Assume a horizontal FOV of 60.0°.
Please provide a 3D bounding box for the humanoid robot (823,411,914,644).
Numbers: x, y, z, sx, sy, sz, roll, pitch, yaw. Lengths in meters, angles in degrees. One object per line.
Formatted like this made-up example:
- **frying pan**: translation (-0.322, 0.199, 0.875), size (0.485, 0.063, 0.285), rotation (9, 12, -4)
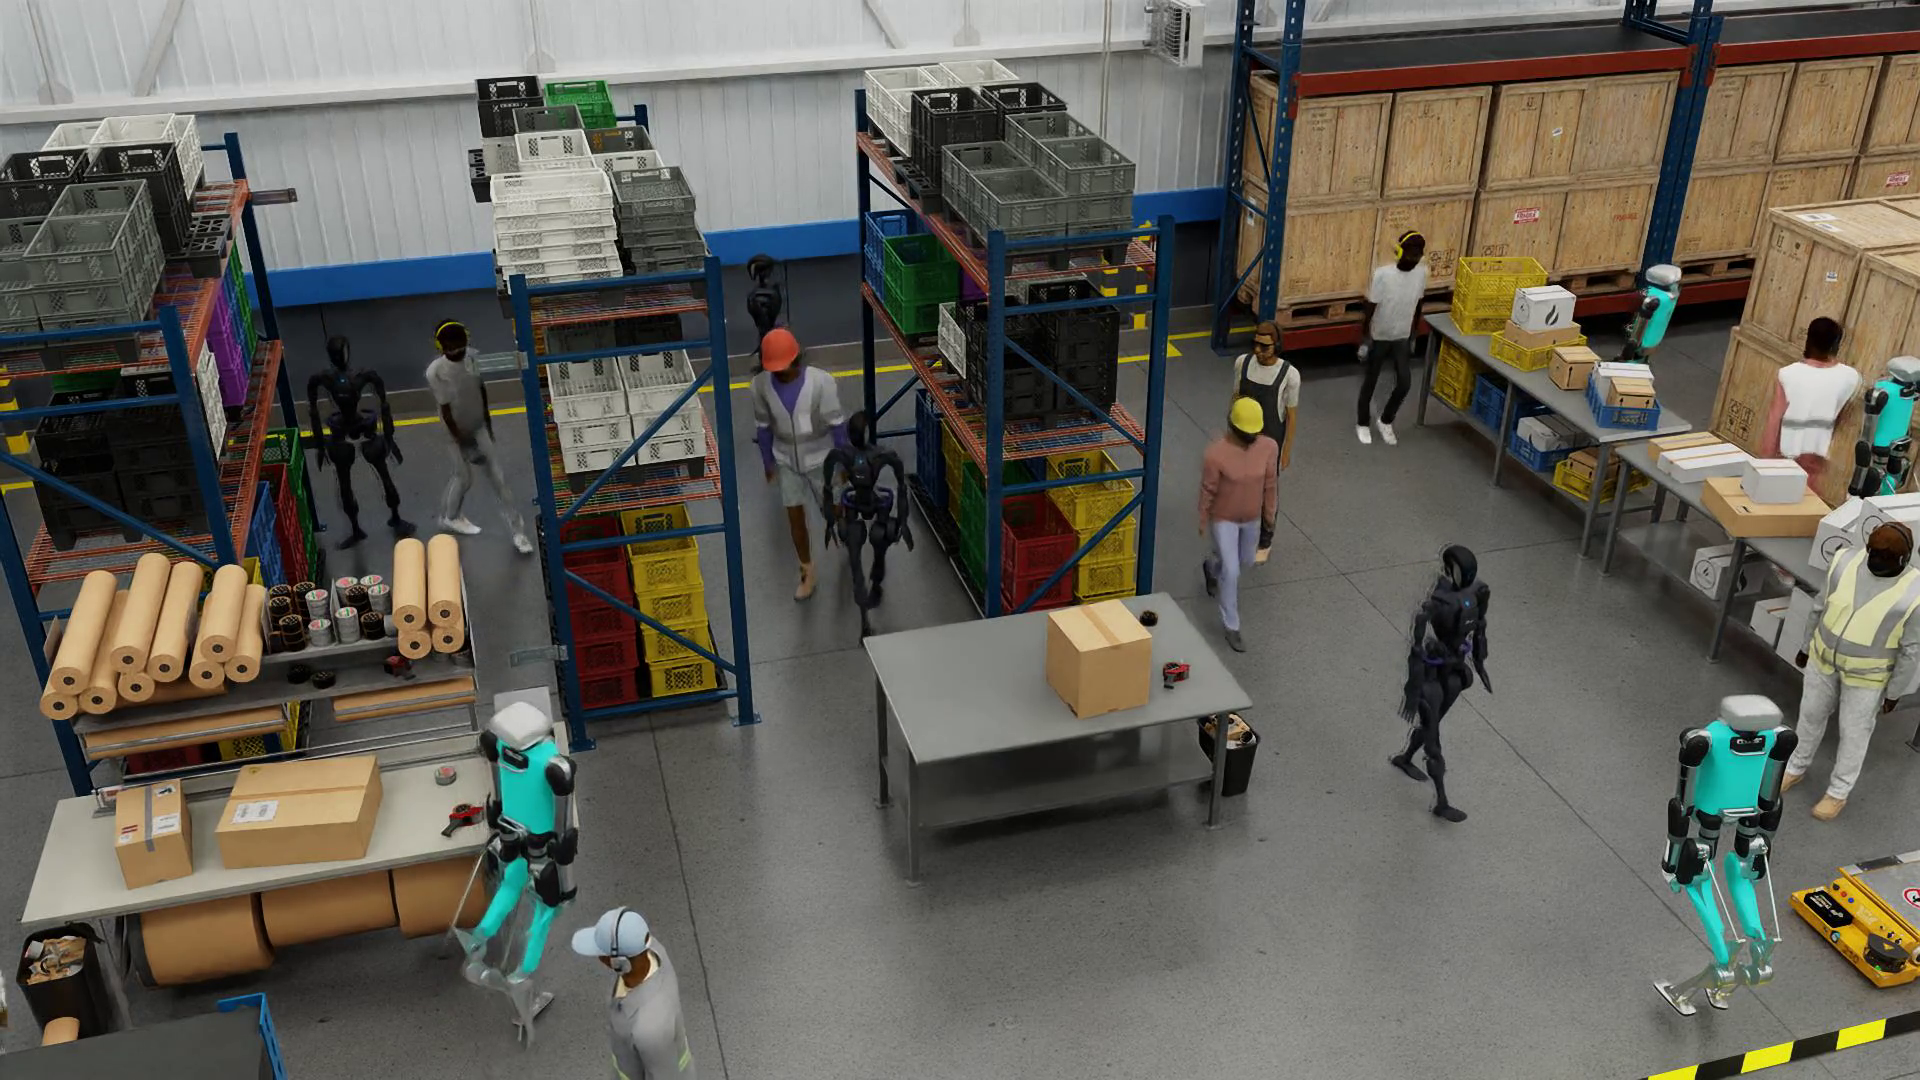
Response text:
- **humanoid robot**: translation (-0.605, -0.137, 11.004), size (0.608, 1.620, 0.742), rotation (3, 29, 5)

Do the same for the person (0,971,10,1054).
- **person**: translation (-4.238, 1.966, 6.896), size (0.540, 1.897, 0.971), rotation (-17, 33, -28)

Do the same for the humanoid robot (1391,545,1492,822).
- **humanoid robot**: translation (2.760, 0.772, 9.329), size (0.594, 1.630, 0.755), rotation (-15, 32, -26)

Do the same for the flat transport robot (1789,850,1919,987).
- **flat transport robot**: translation (5.163, 1.916, 8.676), size (1.431, 0.231, 0.659), rotation (-8, 30, -14)

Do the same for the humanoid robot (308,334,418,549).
- **humanoid robot**: translation (-4.359, -0.733, 12.027), size (0.612, 1.646, 0.376), rotation (-7, 30, -13)

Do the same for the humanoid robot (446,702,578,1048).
- **humanoid robot**: translation (-2.085, 1.681, 7.704), size (0.550, 1.913, 0.702), rotation (18, 33, 29)

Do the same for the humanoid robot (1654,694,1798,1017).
- **humanoid robot**: translation (3.584, 1.555, 7.673), size (0.533, 1.672, 0.735), rotation (-2, 29, -4)

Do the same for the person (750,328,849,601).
- **person**: translation (-1.065, -0.601, 11.464), size (0.670, 1.999, 0.785), rotation (4, 29, 8)

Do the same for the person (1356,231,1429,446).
- **person**: translation (3.467, -1.620, 13.472), size (0.563, 1.844, 0.539), rotation (-3, 29, -6)

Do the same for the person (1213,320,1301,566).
- **person**: translation (2.116, -0.694, 11.787), size (0.504, 1.846, 0.348), rotation (19, 34, 31)

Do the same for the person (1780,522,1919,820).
- **person**: translation (4.961, 0.710, 9.251), size (0.429, 1.834, 0.632), rotation (-17, 33, -28)

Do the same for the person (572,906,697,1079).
- **person**: translation (-1.239, 2.177, 6.560), size (0.401, 1.848, 0.590), rotation (-8, 30, -13)

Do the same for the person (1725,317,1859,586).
- **person**: translation (5.881, -0.684, 11.748), size (0.610, 1.864, 0.985), rotation (0, 29, 0)

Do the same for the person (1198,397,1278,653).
- **person**: translation (1.801, -0.189, 10.972), size (0.527, 1.733, 0.739), rotation (-9, 30, -16)

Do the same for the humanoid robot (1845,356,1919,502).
- **humanoid robot**: translation (6.343, -0.339, 11.213), size (0.530, 1.766, 0.683), rotation (-16, 33, -27)

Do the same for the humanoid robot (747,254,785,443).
- **humanoid robot**: translation (-1.488, -1.535, 13.490), size (0.482, 1.641, 0.602), rotation (-3, 29, -5)

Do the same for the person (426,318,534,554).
- **person**: translation (-3.545, -0.766, 11.956), size (0.845, 1.818, 0.511), rotation (23, 36, 35)

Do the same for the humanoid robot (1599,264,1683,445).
- **humanoid robot**: translation (5.171, -1.379, 13.163), size (0.964, 1.756, 0.533), rotation (25, 38, 38)
